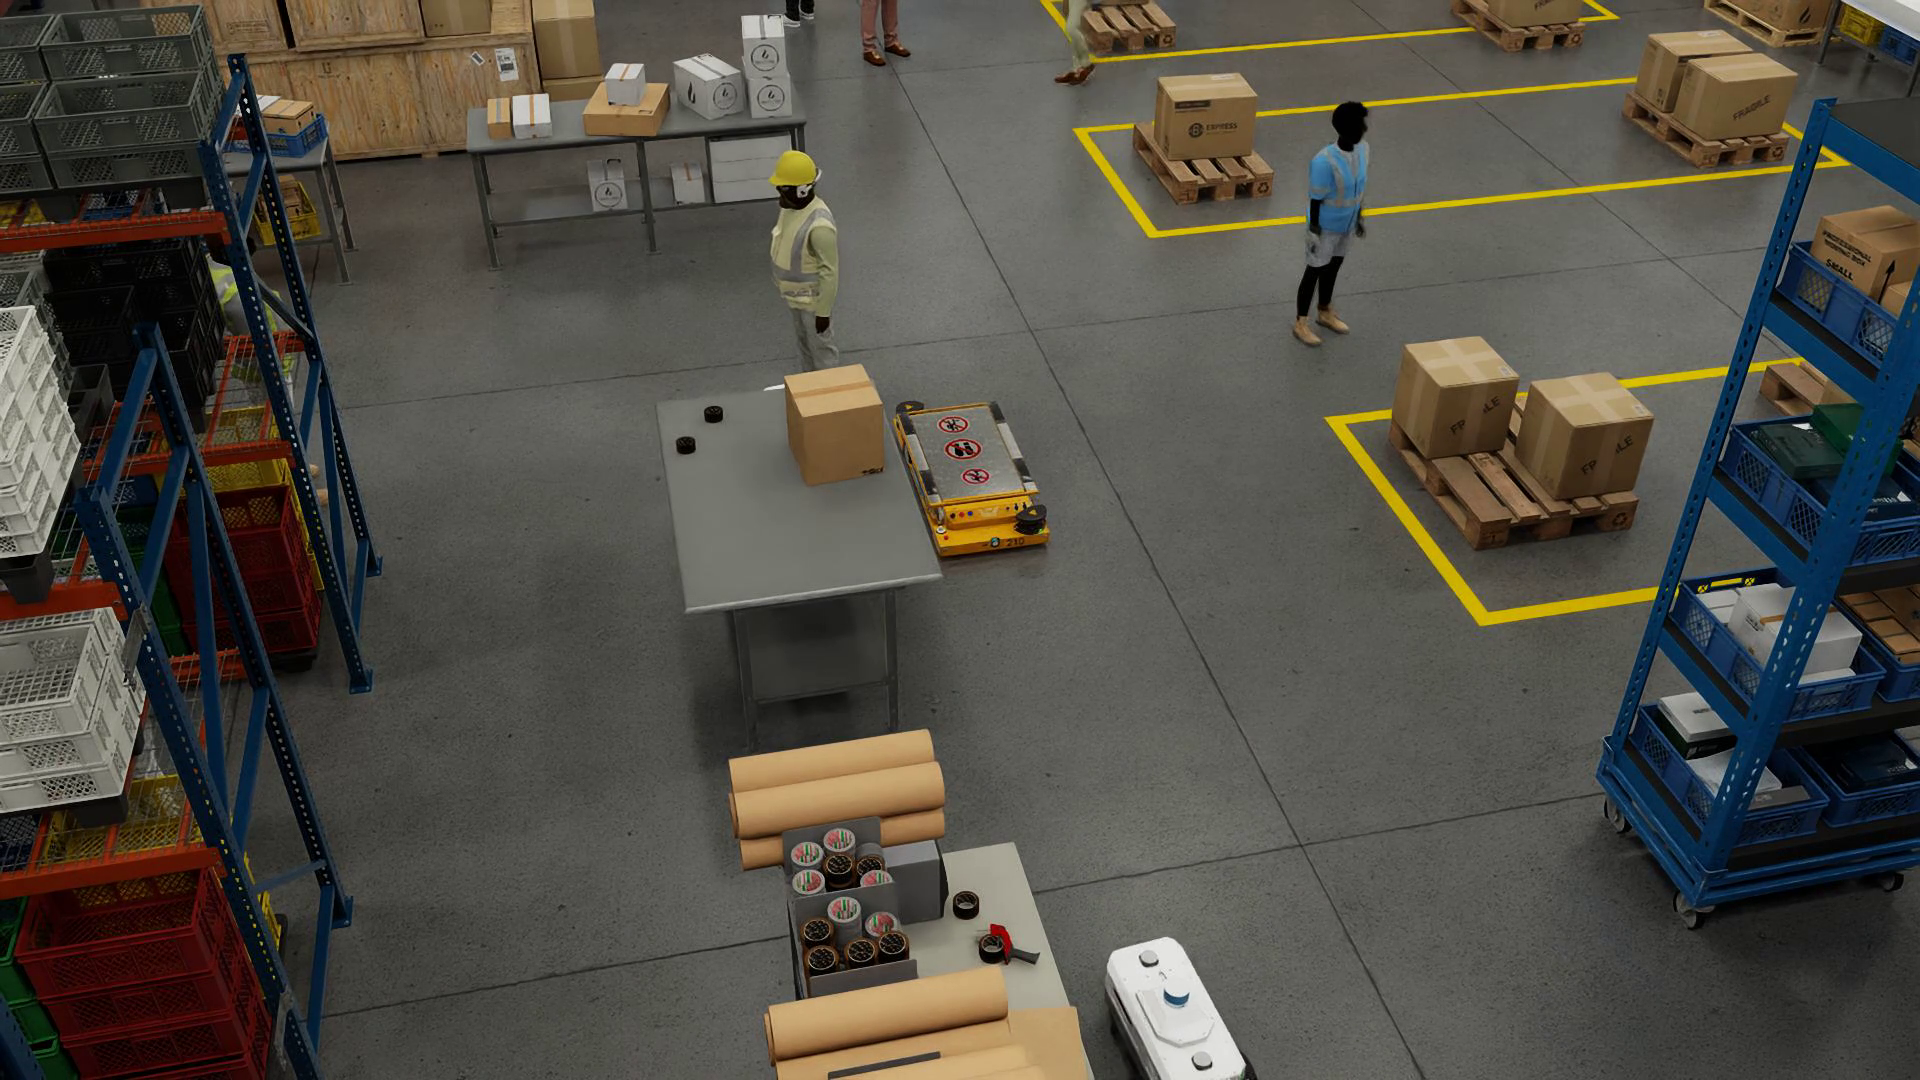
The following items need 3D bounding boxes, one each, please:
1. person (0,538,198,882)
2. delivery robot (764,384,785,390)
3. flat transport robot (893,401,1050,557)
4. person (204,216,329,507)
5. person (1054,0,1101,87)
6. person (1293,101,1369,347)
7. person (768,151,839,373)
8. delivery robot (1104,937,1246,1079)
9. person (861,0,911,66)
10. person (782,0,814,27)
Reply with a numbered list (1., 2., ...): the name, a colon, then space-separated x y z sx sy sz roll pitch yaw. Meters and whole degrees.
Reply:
1. person: -3.792 0.703 7.199 0.635 1.937 0.355 -10 38 -13
2. delivery robot: -0.968 -0.698 10.157 0.477 0.478 0.707 -13 38 -16
3. flat transport robot: 0.046 -0.430 10.108 0.652 0.197 1.431 -8 37 -10
4. person: -4.017 -1.022 9.597 0.429 1.842 0.633 -23 42 -28
5. person: 1.067 -4.979 14.900 0.365 1.857 0.585 -15 39 -19
6. person: 2.519 -2.144 11.226 0.537 1.696 0.318 -28 45 -32
7. person: -0.955 -1.549 10.313 0.403 1.832 0.594 -16 39 -20
8. delivery robot: 0.846 1.930 6.624 0.477 0.478 0.707 -11 38 -14
9. person: -0.714 -5.391 15.426 0.402 1.899 0.631 30 46 34
10. person: -1.648 -6.001 16.226 0.392 1.920 0.593 22 42 27
